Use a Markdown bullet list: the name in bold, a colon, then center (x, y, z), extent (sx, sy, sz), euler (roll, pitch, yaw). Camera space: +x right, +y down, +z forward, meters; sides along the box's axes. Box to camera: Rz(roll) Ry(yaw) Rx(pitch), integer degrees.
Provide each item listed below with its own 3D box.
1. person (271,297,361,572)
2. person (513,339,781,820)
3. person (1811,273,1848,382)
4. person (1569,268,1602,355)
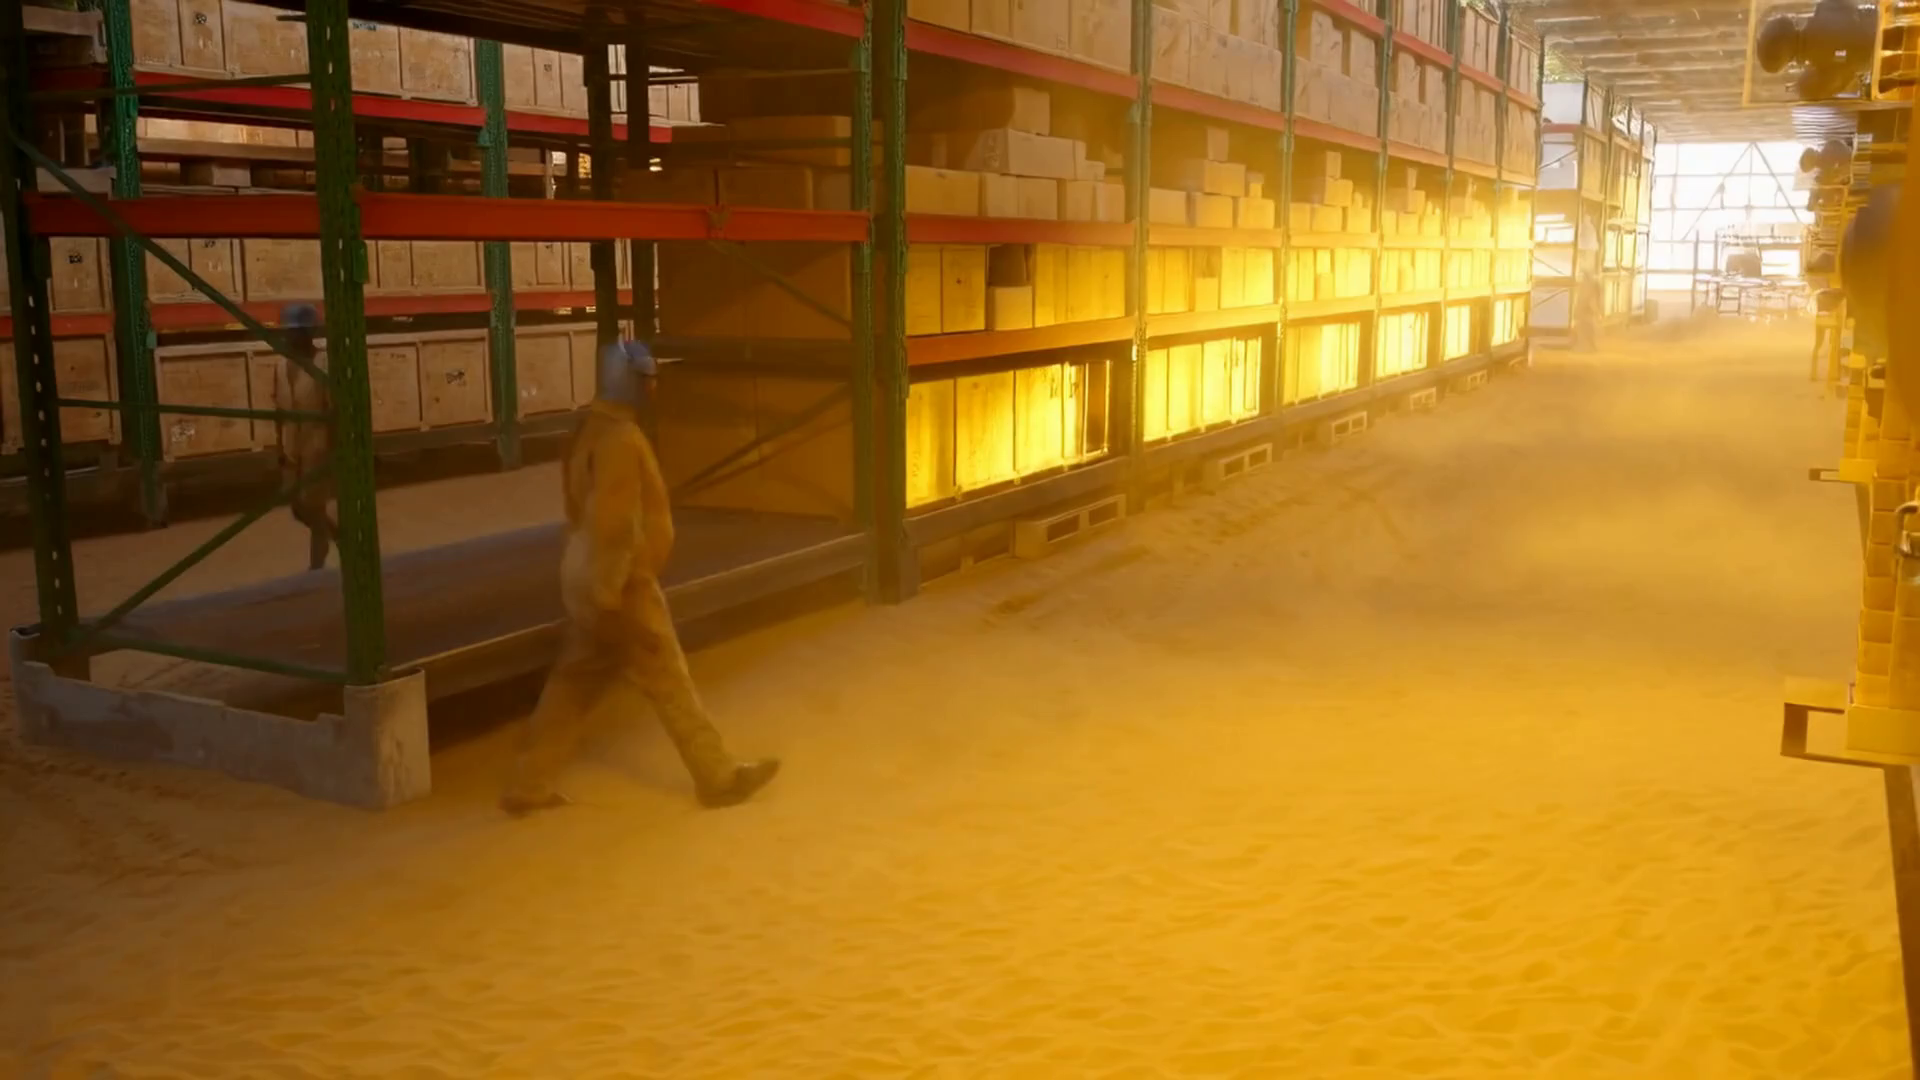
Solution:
- **person**: center (-4.047, -0.581, 10.519), extent (0.550, 1.914, 0.765), euler (3, 10, 19)
- **person**: center (-1.258, 0.163, 6.386), extent (1.039, 1.847, 0.669), euler (-5, 11, -27)
- **person**: center (14.681, -3.581, 28.112), extent (0.393, 1.836, 0.561), euler (-8, 13, -39)
- **person**: center (13.524, -4.925, 35.822), extent (0.983, 1.864, 0.662), euler (-4, 11, -24)
